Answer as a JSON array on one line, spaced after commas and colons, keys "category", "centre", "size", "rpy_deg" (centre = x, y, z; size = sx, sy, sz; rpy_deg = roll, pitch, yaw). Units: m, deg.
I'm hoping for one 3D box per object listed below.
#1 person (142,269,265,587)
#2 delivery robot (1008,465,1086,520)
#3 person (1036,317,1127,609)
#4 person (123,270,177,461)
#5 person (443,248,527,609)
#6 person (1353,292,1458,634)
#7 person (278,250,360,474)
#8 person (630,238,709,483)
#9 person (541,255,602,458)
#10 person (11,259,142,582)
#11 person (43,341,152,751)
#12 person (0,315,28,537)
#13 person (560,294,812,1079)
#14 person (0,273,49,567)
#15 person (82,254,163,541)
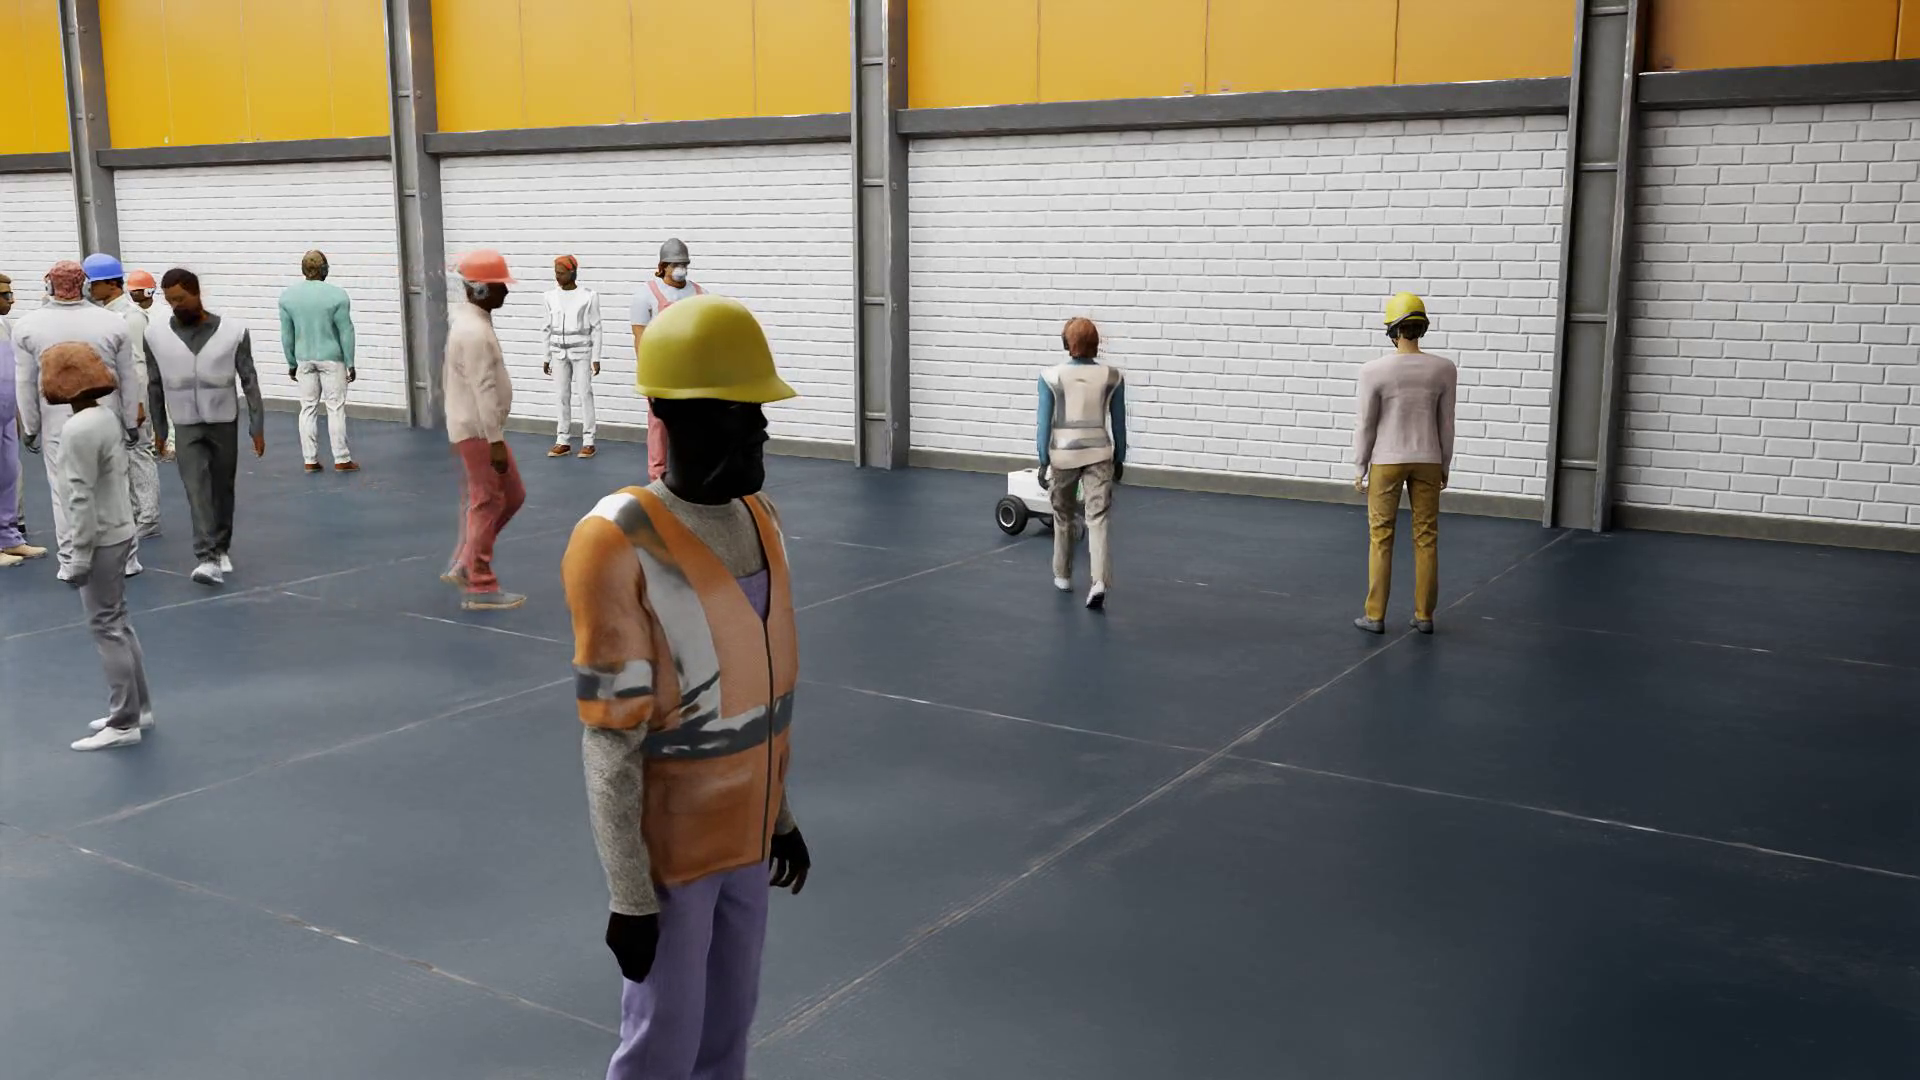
[{"category": "person", "centre": [-4.441, -0.659, 9.807], "size": [0.628, 1.842, 0.997], "rpy_deg": [-4, 11, -23]}, {"category": "delivery robot", "centre": [0.666, -0.341, 11.379], "size": [0.477, 0.478, 0.707], "rpy_deg": [-10, 14, -43]}, {"category": "person", "centre": [0.682, -0.443, 9.282], "size": [0.523, 1.599, 0.847], "rpy_deg": [-1, 10, -4]}, {"category": "person", "centre": [-7.424, -1.589, 15.241], "size": [0.573, 1.745, 0.339], "rpy_deg": [2, 10, 12]}, {"category": "person", "centre": [-2.584, -0.590, 9.078], "size": [0.427, 1.980, 0.626], "rpy_deg": [-3, 11, -14]}, {"category": "person", "centre": [2.272, -0.385, 8.555], "size": [0.524, 1.761, 0.339], "rpy_deg": [-1, 10, -3]}, {"category": "person", "centre": [-5.537, -1.534, 14.415], "size": [0.635, 1.939, 0.366], "rpy_deg": [0, 10, 2]}, {"category": "person", "centre": [-2.218, -1.362, 13.177], "size": [0.682, 2.000, 0.537], "rpy_deg": [-7, 12, -35]}, {"category": "person", "centre": [-3.620, -1.704, 15.500], "size": [0.585, 1.885, 0.340], "rpy_deg": [2, 11, 13]}, {"category": "person", "centre": [-5.225, -0.700, 9.884], "size": [0.643, 1.908, 0.399], "rpy_deg": [-6, 12, -28]}, {"category": "person", "centre": [-3.450, 0.021, 6.654], "size": [0.275, 1.631, 0.500], "rpy_deg": [-3, 11, -17]}, {"category": "person", "centre": [-6.574, -0.913, 11.269], "size": [0.403, 1.833, 0.590], "rpy_deg": [-8, 13, -36]}, {"category": "person", "centre": [-0.457, 0.527, 3.024], "size": [0.373, 1.928, 0.584], "rpy_deg": [4, 11, 22]}, {"category": "person", "centre": [-6.003, -0.749, 10.361], "size": [0.349, 1.840, 0.502], "rpy_deg": [-1, 10, -5]}, {"category": "person", "centre": [-5.678, -0.959, 11.258], "size": [0.618, 1.933, 0.420], "rpy_deg": [8, 13, 39]}]
